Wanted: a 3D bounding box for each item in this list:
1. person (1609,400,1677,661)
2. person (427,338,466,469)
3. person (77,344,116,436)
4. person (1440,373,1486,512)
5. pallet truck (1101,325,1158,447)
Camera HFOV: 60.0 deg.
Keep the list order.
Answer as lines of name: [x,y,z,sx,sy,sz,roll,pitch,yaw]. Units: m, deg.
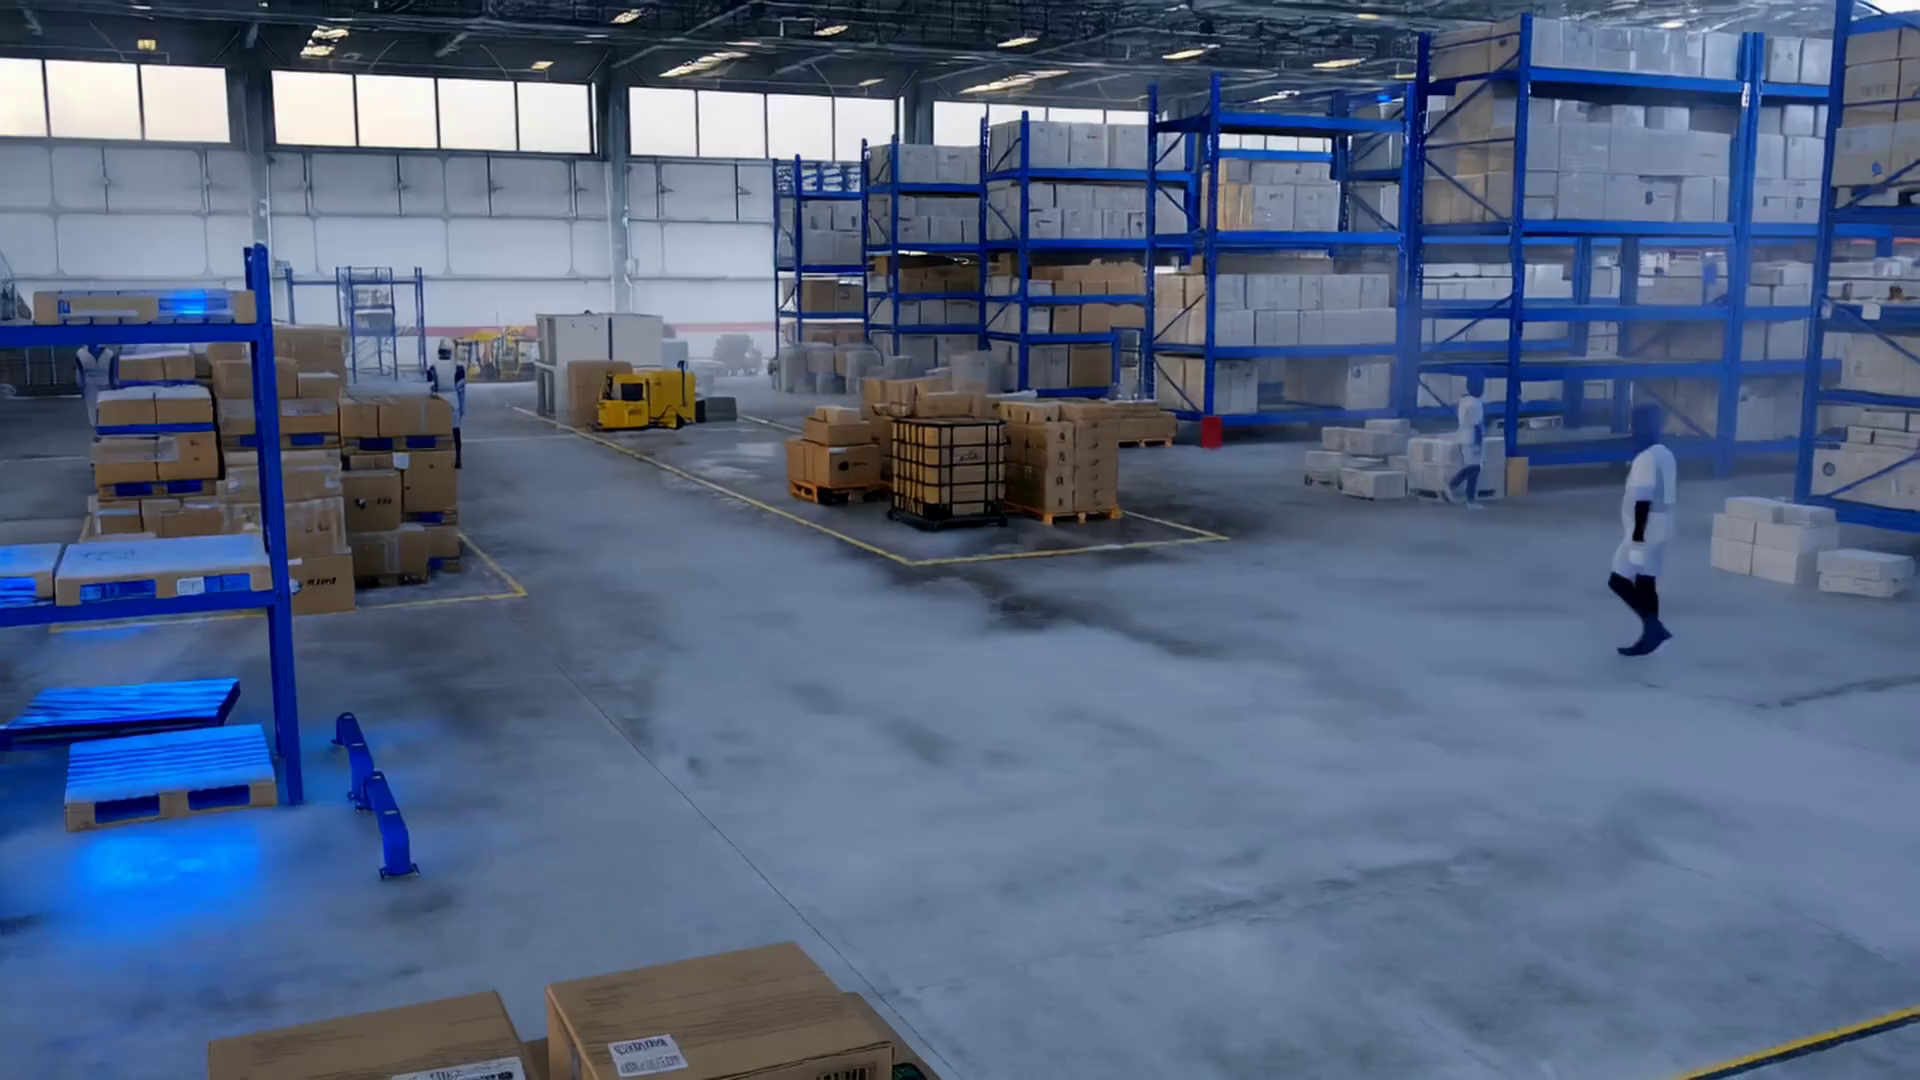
person: [5.062,-0.055,12.292,0.418,1.950,0.632,7,12,38]
person: [-7.526,-1.992,24.409,0.544,1.932,0.374,-4,10,-25]
person: [-14.926,-2.681,28.771,0.597,1.897,0.798,-5,10,-26]
person: [6.135,-1.179,20.113,0.434,1.681,0.551,0,9,-1]
pallet truck: [2.881,-2.596,27.923,0.823,1.965,1.885,-1,9,-7]
